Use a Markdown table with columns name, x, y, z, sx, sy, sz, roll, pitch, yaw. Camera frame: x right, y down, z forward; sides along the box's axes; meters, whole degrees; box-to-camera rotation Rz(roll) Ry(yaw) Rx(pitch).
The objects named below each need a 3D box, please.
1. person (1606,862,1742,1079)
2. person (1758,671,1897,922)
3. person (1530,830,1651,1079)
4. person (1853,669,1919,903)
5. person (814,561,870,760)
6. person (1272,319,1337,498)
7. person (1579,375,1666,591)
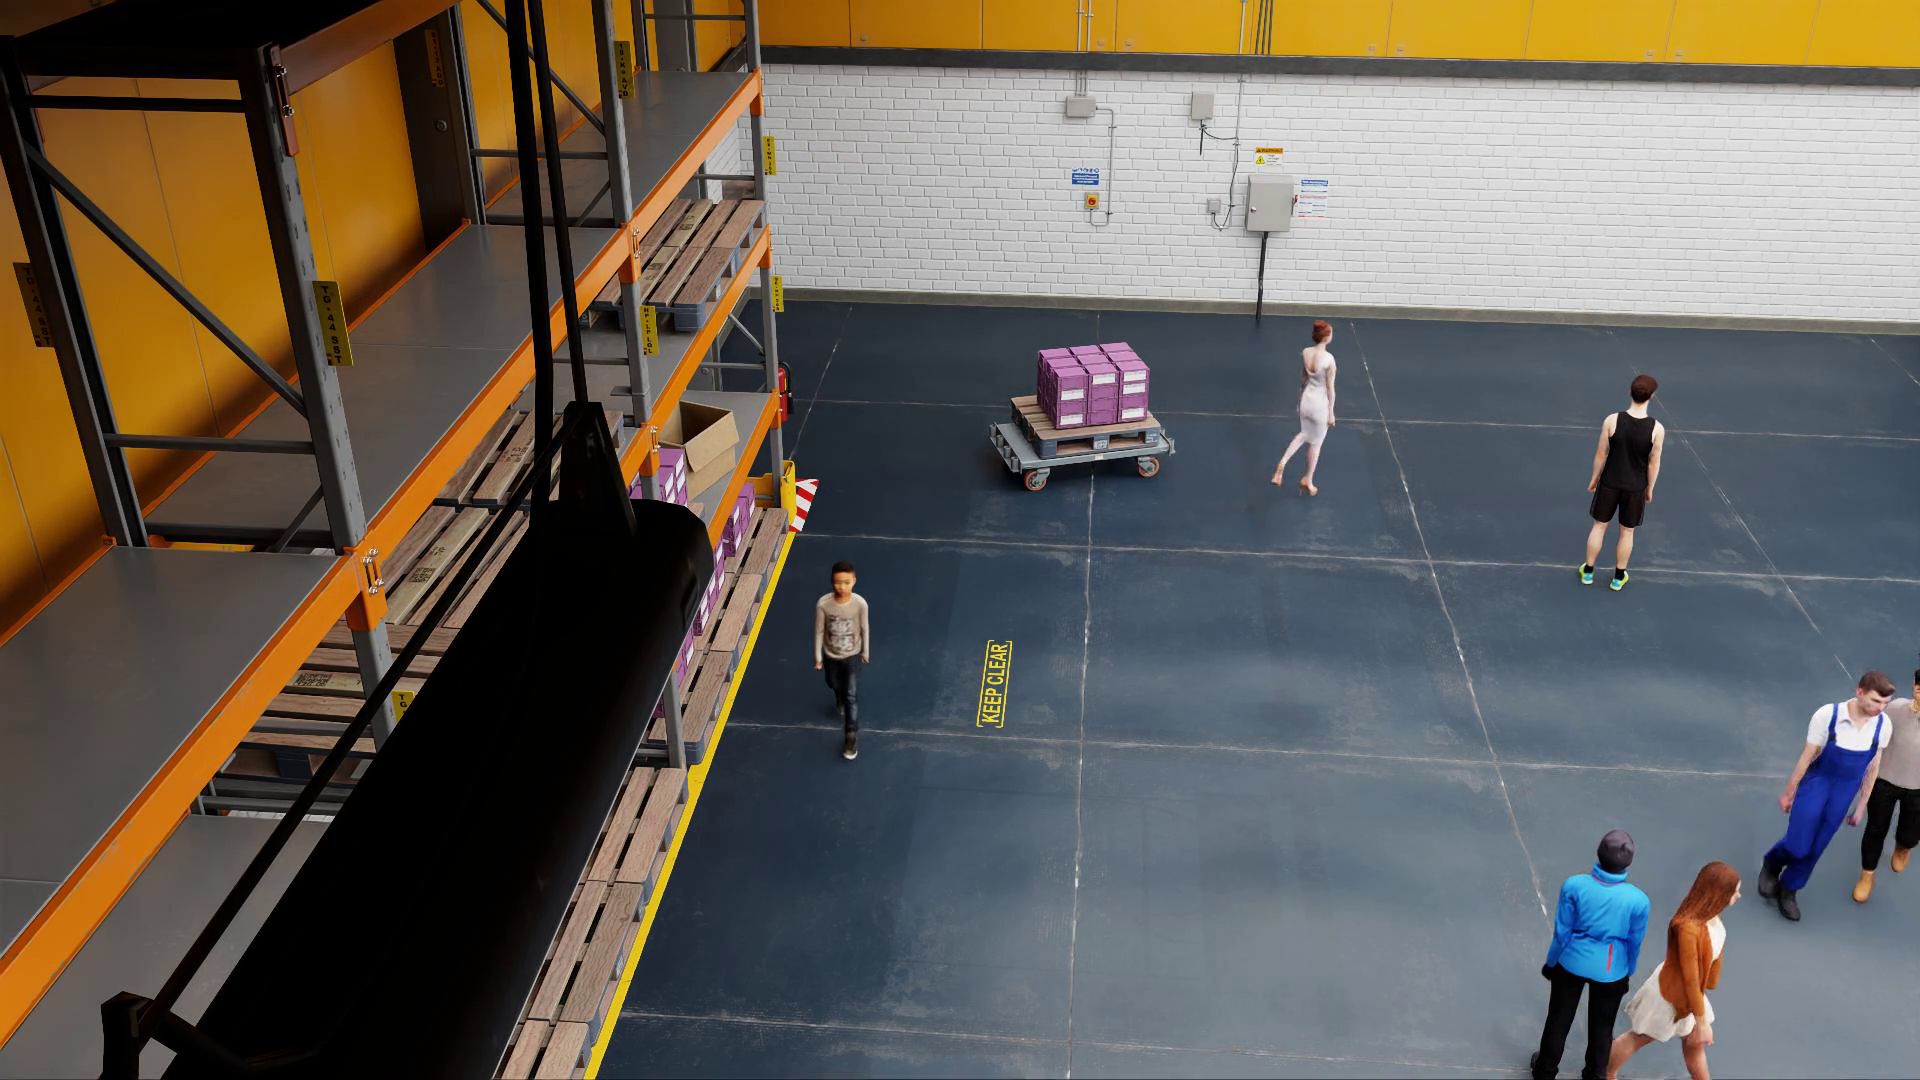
| name | x | y | z | sx | sy | sz | roll | pitch | yaw |
| --- | --- | --- | --- | --- | --- | --- | --- | --- | --- |
| person | 3.724 | 2.391 | 8.889 | 1.030 | 1.684 | 1.061 | 21 | 35 | 33 |
| person | 5.370 | 1.515 | 10.342 | 0.659 | 1.830 | 0.702 | 6 | 29 | 10 |
| person | 3.384 | 2.304 | 8.935 | 0.674 | 1.792 | 0.640 | 11 | 30 | 19 |
| person | 5.981 | 1.493 | 10.514 | 0.852 | 1.704 | 0.958 | 17 | 33 | 28 |
| person | -0.858 | 0.790 | 12.079 | 0.604 | 1.439 | 1.003 | 0 | 29 | 0 |
| person | 3.184 | -1.117 | 15.345 | 0.862 | 1.659 | 0.837 | -15 | 32 | -26 |
| person | 5.550 | -0.473 | 13.926 | 0.737 | 1.888 | 0.695 | 14 | 31 | 23 |
